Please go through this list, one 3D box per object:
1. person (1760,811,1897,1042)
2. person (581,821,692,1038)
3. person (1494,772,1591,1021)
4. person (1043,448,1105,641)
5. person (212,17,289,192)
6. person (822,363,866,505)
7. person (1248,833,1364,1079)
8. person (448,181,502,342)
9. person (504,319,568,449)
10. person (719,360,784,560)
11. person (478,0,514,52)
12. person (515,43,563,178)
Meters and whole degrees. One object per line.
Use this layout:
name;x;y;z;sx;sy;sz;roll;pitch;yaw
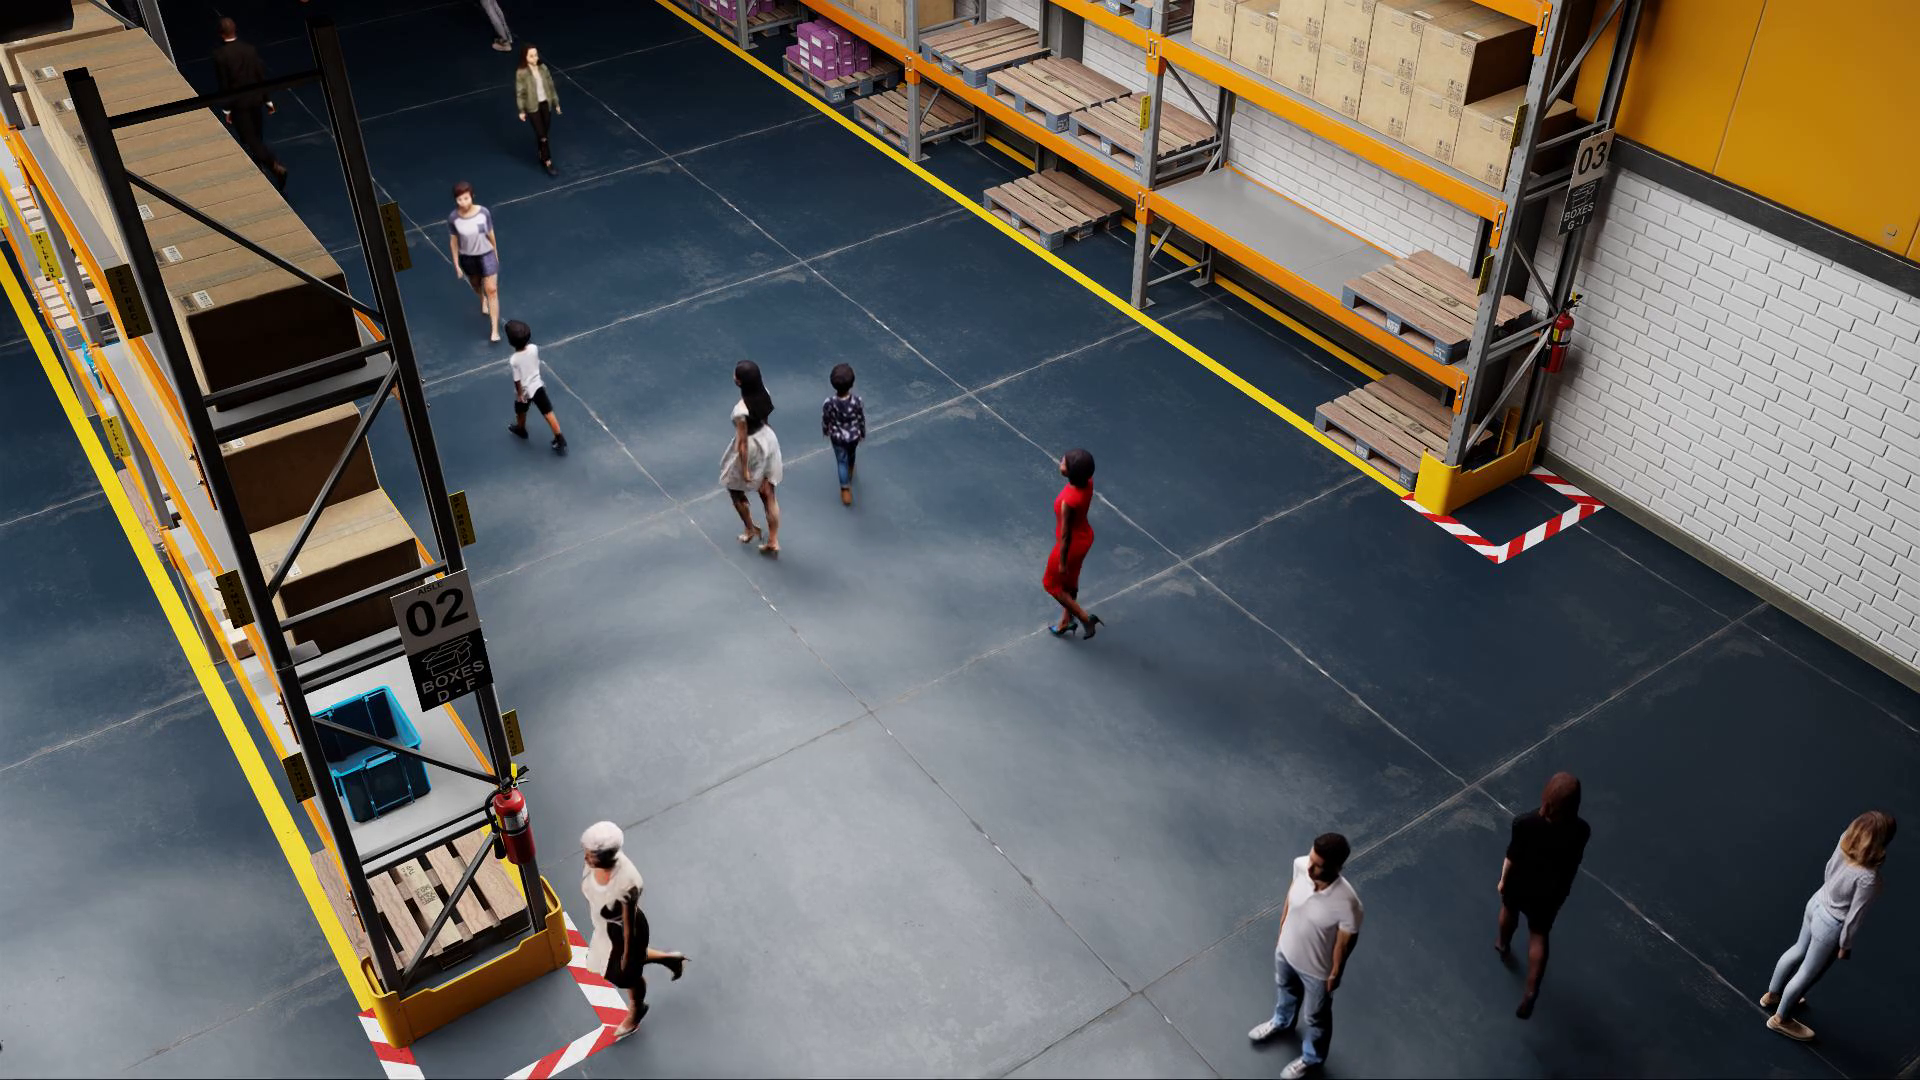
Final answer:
person;4.964;2.174;9.491;0.721;1.795;0.659;6;39;7
person;-1.847;2.192;9.514;0.685;1.739;0.763;-23;44;-26
person;3.360;2.084;9.696;0.998;1.680;1.058;6;39;8
person;0.891;0.078;12.165;0.825;1.734;0.741;16;41;19
person;-7.700;-4.693;18.027;1.272;1.874;0.919;28;46;30
person;-0.957;-0.869;13.759;0.735;1.224;0.904;-5;39;-6
person;1.970;2.293;9.289;0.753;1.862;0.534;-19;42;-22
person;-4.607;-2.726;15.850;0.821;1.517;1.139;-9;40;-11
person;-3.660;-1.320;14.308;0.928;1.243;0.625;28;47;31
person;-1.521;-0.597;12.991;0.827;1.757;0.751;23;44;26
person;-5.991;-7.143;21.072;0.844;1.903;0.809;32;48;34
person;-4.738;-4.832;18.531;0.670;1.462;0.787;-31;48;-33
